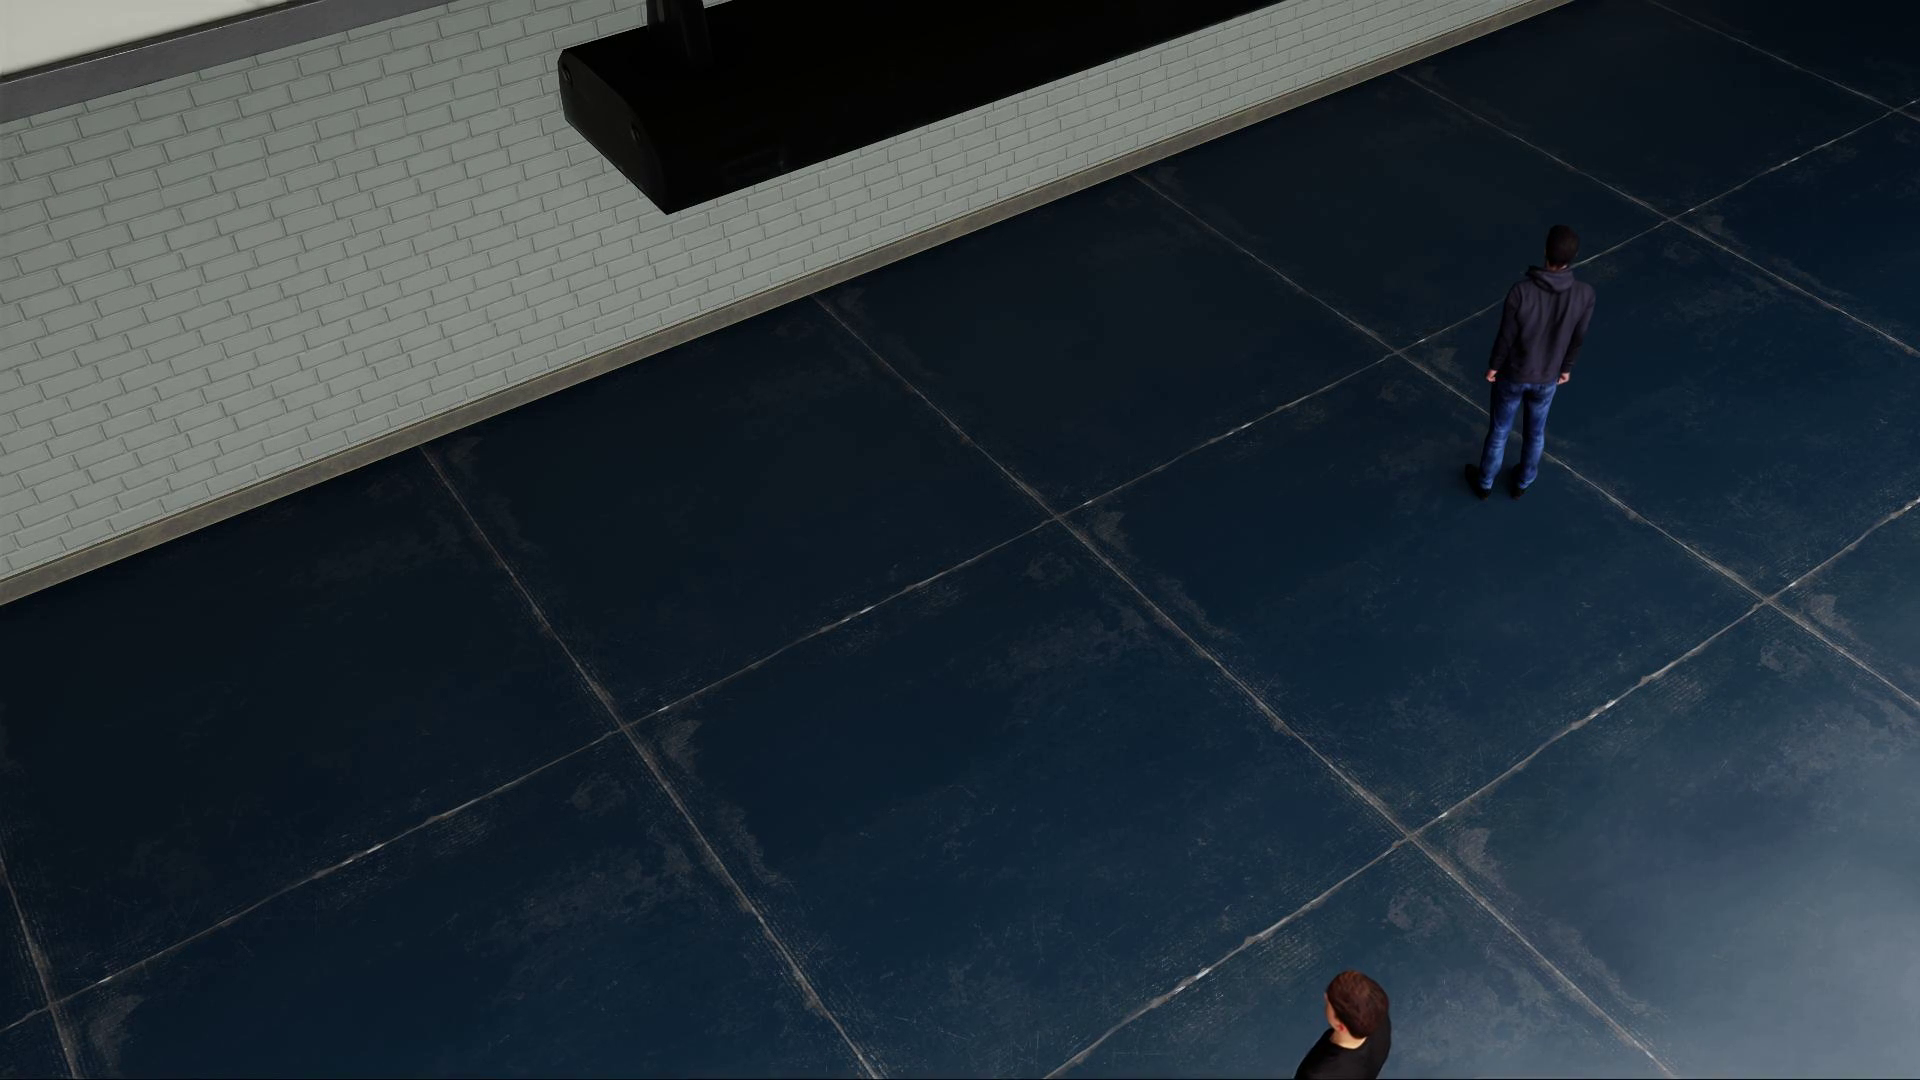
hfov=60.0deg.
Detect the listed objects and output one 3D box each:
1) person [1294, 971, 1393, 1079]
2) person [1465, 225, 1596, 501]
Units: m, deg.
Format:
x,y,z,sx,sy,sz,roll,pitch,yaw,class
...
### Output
x,y,z,sx,sy,sz,roll,pitch,yaw,class
1.427,2.258,6.458,0.697,1.861,0.736,28,50,26,person
3.406,-1.020,9.946,0.759,1.892,0.783,1,43,1,person
